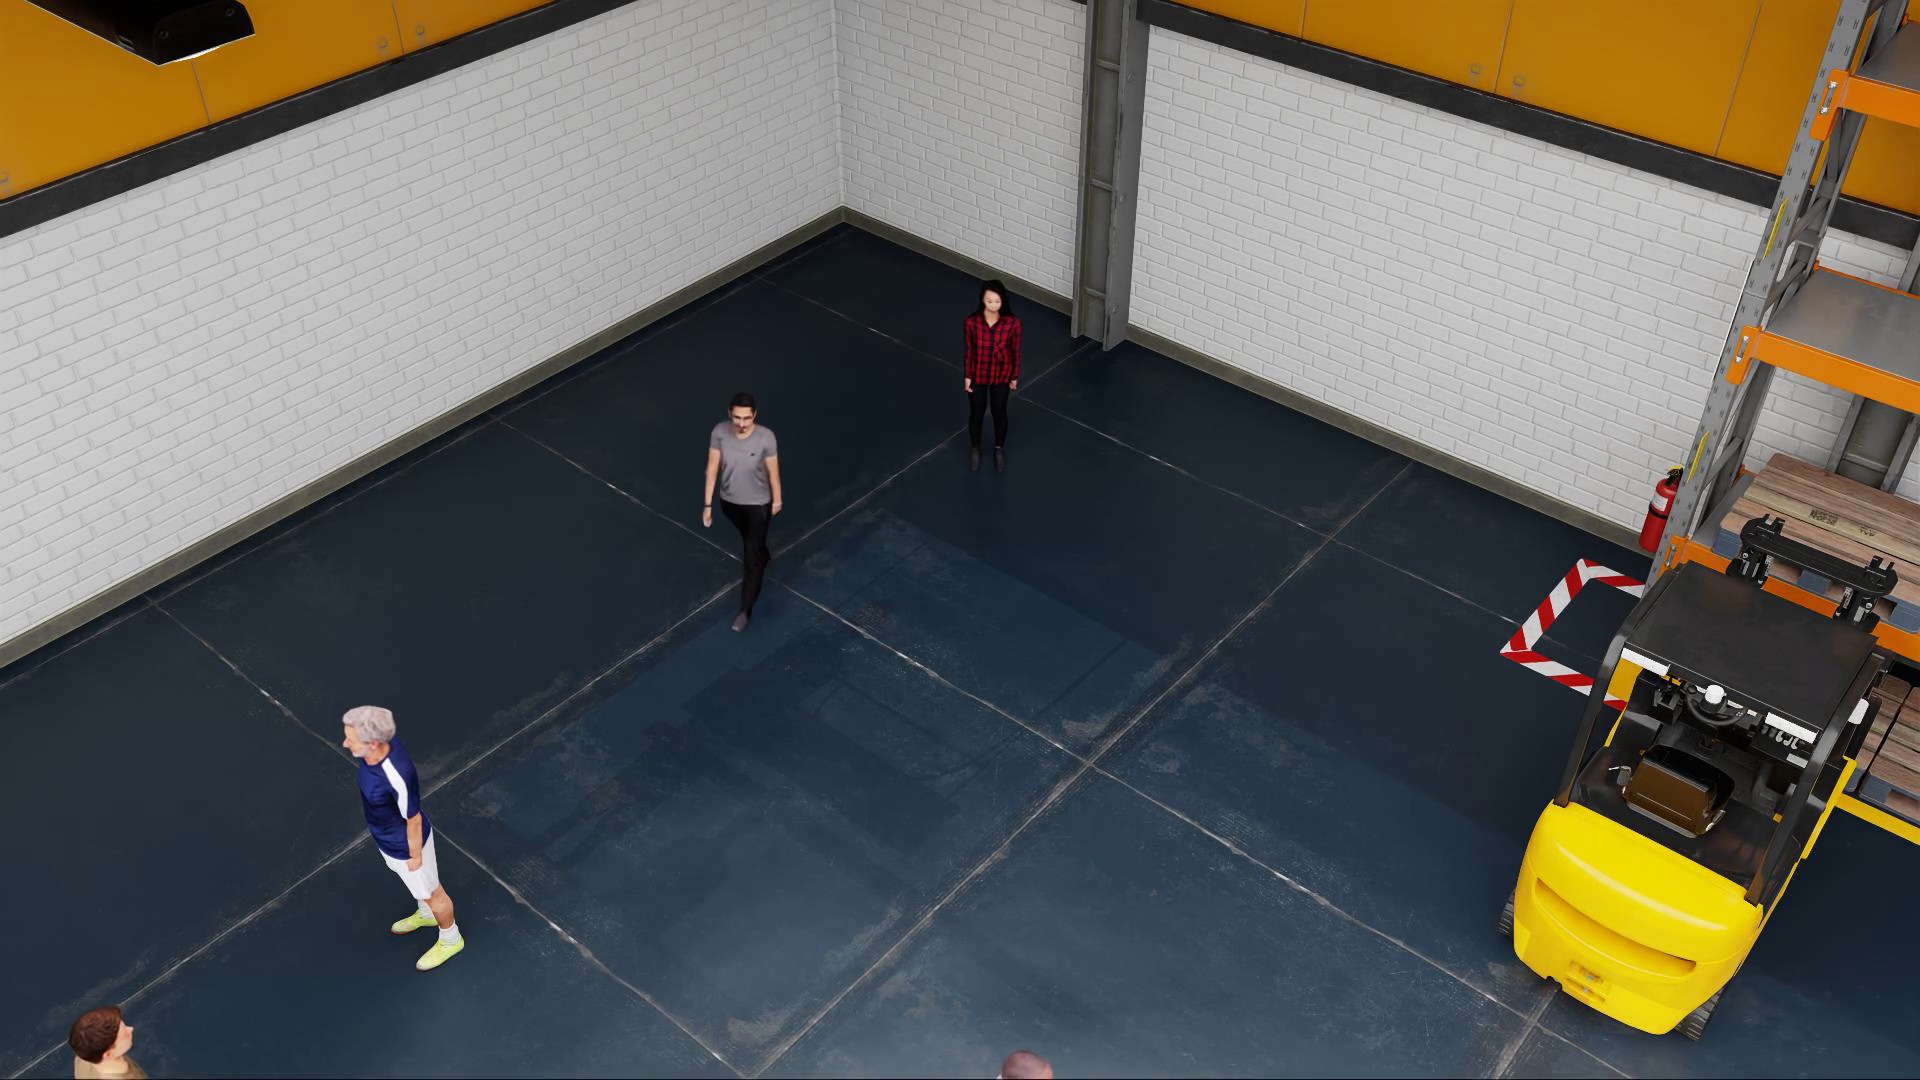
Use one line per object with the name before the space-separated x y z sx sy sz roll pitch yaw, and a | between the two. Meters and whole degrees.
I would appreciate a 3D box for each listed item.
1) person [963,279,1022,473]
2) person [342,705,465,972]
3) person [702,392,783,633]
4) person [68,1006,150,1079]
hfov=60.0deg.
person | 0.222 -1.253 12.568 0.636 1.651 0.717 1 39 1
person | -2.984 1.558 8.899 0.734 1.839 0.558 -27 46 -30
person | -1.430 -0.322 11.360 1.196 1.705 1.012 11 40 14
person | -3.626 2.717 7.439 0.499 1.850 0.720 31 48 33
